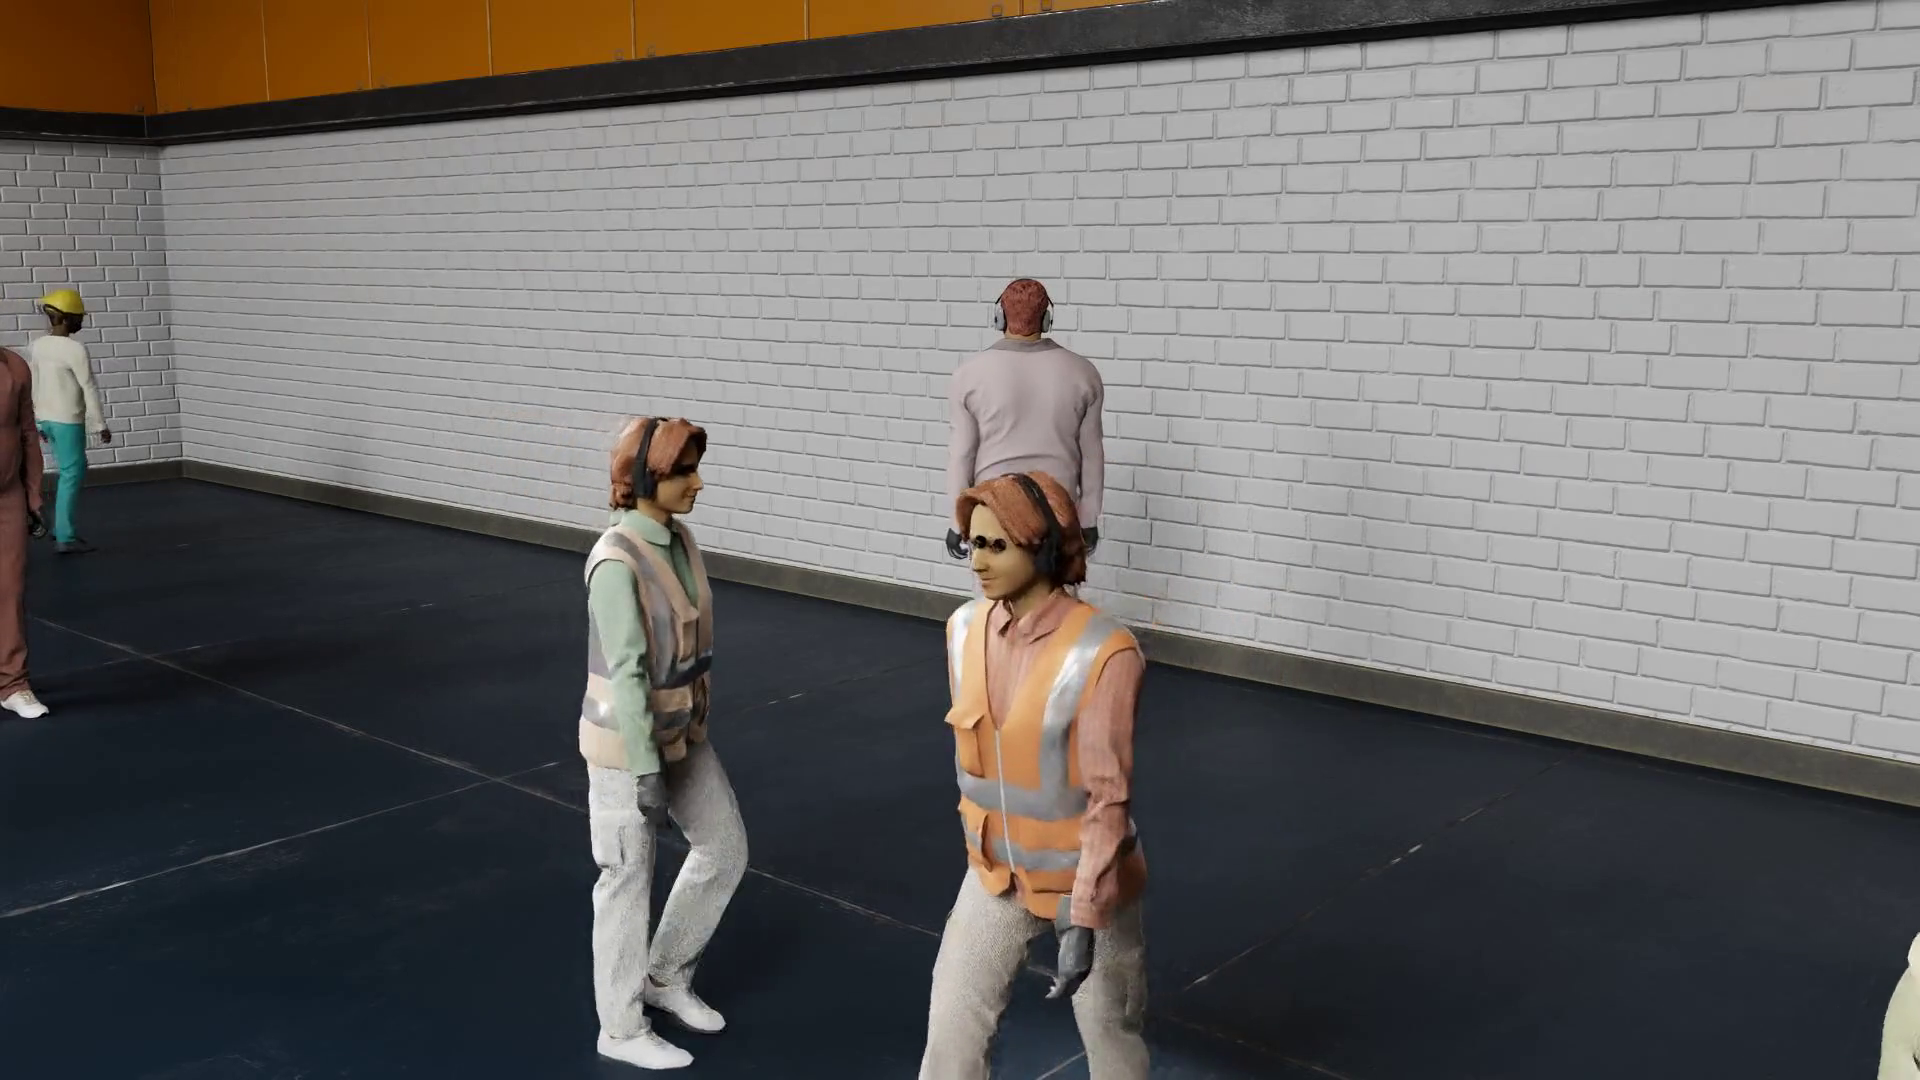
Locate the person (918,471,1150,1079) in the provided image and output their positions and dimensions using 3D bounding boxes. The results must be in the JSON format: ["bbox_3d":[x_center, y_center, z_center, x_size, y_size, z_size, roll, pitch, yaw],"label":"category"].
[{"bbox_3d":[0.105,0.680,3.143,0.527,1.604,0.774,9,14,43],"label":"person"}]

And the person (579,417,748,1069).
[{"bbox_3d":[-0.736,0.514,4.051,0.411,1.627,0.529,3,10,16],"label":"person"}]

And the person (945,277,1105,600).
[{"bbox_3d":[0.254,-0.099,6.726,0.652,1.906,0.402,-2,10,-10],"label":"person"}]

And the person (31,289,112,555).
[{"bbox_3d":[-5.892,-0.779,11.043,0.537,1.751,0.436,7,12,33],"label":"person"}]

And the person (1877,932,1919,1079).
[{"bbox_3d":[1.000,0.917,1.433,1.057,1.755,0.607,-8,13,-38],"label":"person"}]

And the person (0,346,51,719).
[{"bbox_3d":[-4.171,-0.145,6.991,0.403,1.906,0.651,9,13,40],"label":"person"}]
